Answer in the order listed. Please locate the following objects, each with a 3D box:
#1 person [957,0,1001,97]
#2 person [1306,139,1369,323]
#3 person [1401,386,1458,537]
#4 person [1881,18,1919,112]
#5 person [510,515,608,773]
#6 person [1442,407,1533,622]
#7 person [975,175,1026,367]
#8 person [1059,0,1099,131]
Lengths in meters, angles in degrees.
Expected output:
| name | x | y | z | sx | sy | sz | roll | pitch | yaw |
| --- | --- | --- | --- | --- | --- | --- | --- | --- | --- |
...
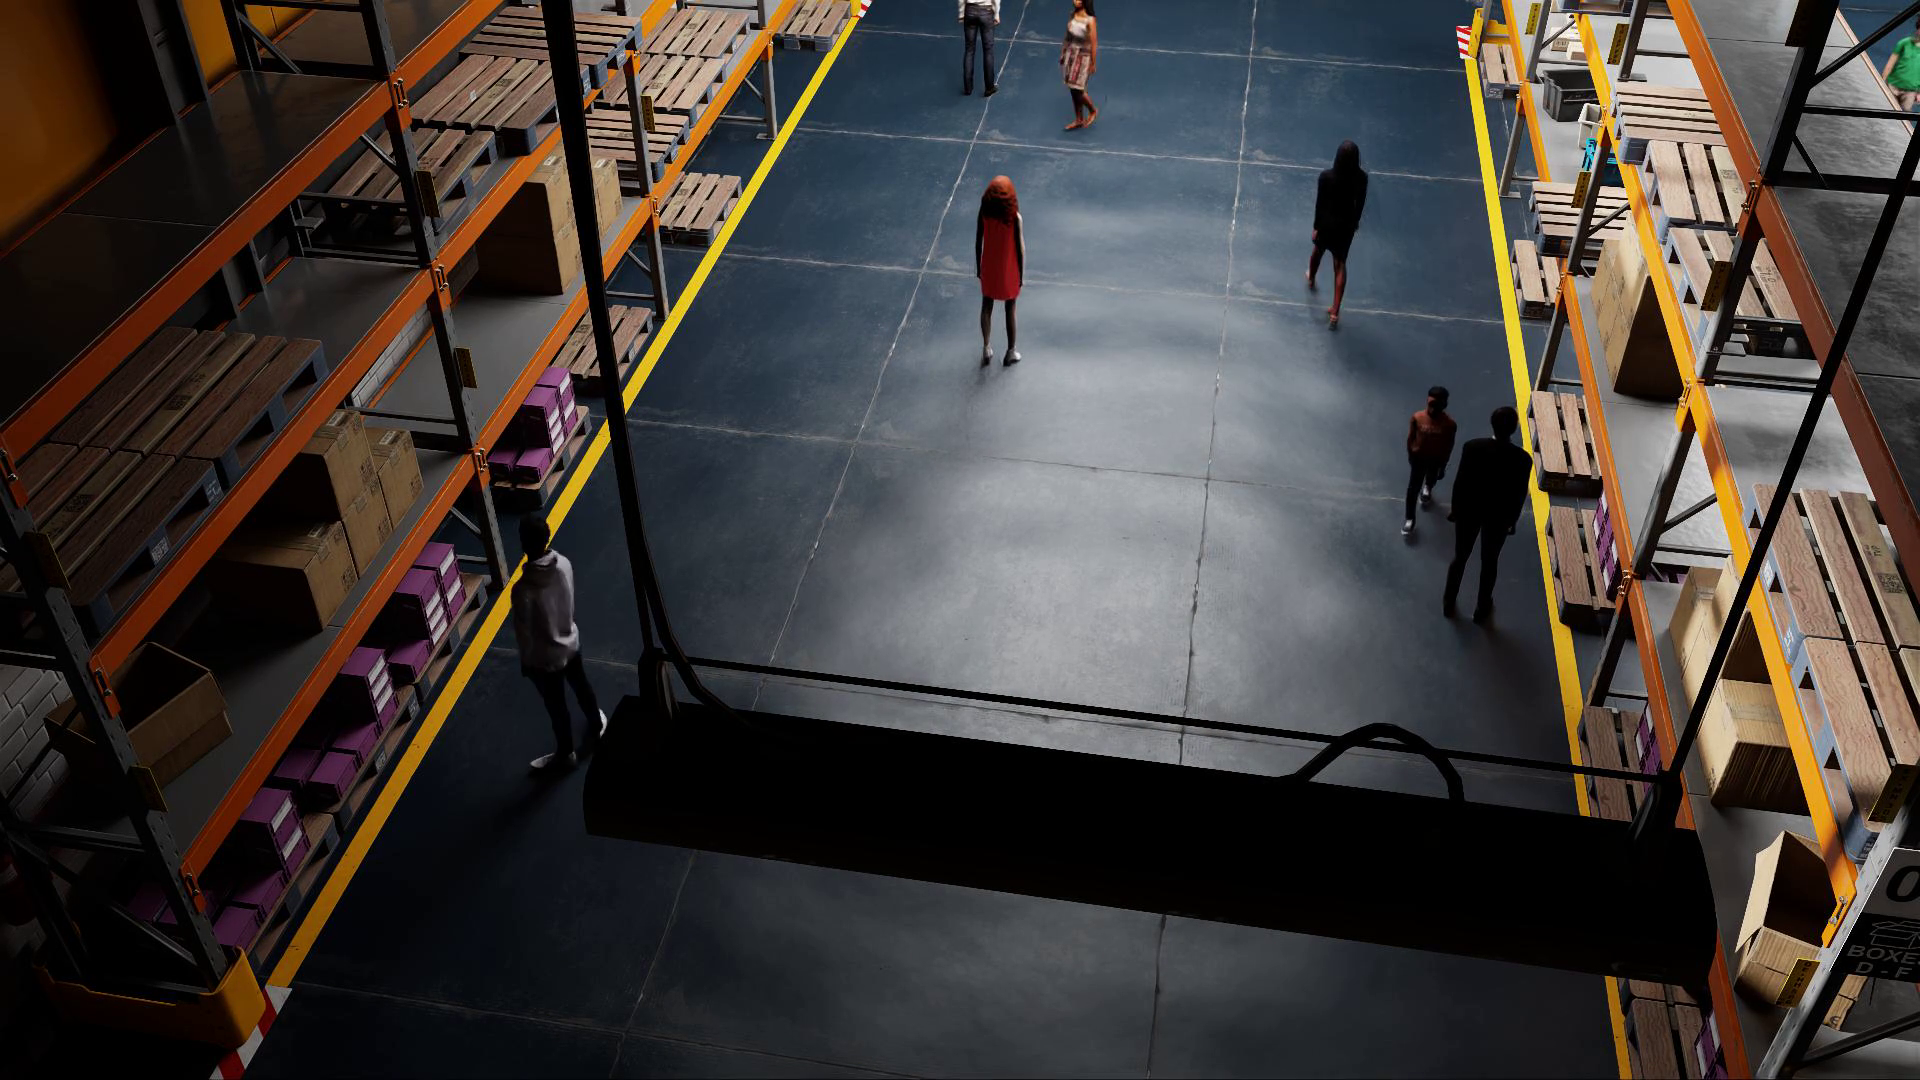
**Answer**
| name | x | y | z | sx | sy | sz | roll | pitch | yaw |
| --- | --- | --- | --- | --- | --- | --- | --- | --- | --- |
| person | 0.222 | -6.092 | 19.334 | 0.673 | 1.867 | 0.547 | 9 | 39 | 11 |
| person | 3.513 | -2.841 | 15.422 | 0.765 | 1.668 | 1.249 | 0 | 39 | 0 |
| person | 3.707 | -0.691 | 13.080 | 0.625 | 1.232 | 0.963 | 13 | 40 | 16 |
| person | 10.197 | -4.906 | 18.021 | 0.685 | 1.652 | 0.651 | 20 | 43 | 24 |
| person | -2.651 | 0.707 | 10.777 | 0.933 | 1.921 | 0.644 | 7 | 39 | 9 |
| person | 3.782 | -0.182 | 11.988 | 0.705 | 1.800 | 0.645 | 16 | 41 | 19 |
| person | 0.352 | -2.370 | 14.706 | 0.622 | 1.826 | 0.564 | 13 | 40 | 16 |
| person | 1.414 | -5.408 | 18.664 | 0.860 | 1.634 | 0.795 | -21 | 43 | -24 |
